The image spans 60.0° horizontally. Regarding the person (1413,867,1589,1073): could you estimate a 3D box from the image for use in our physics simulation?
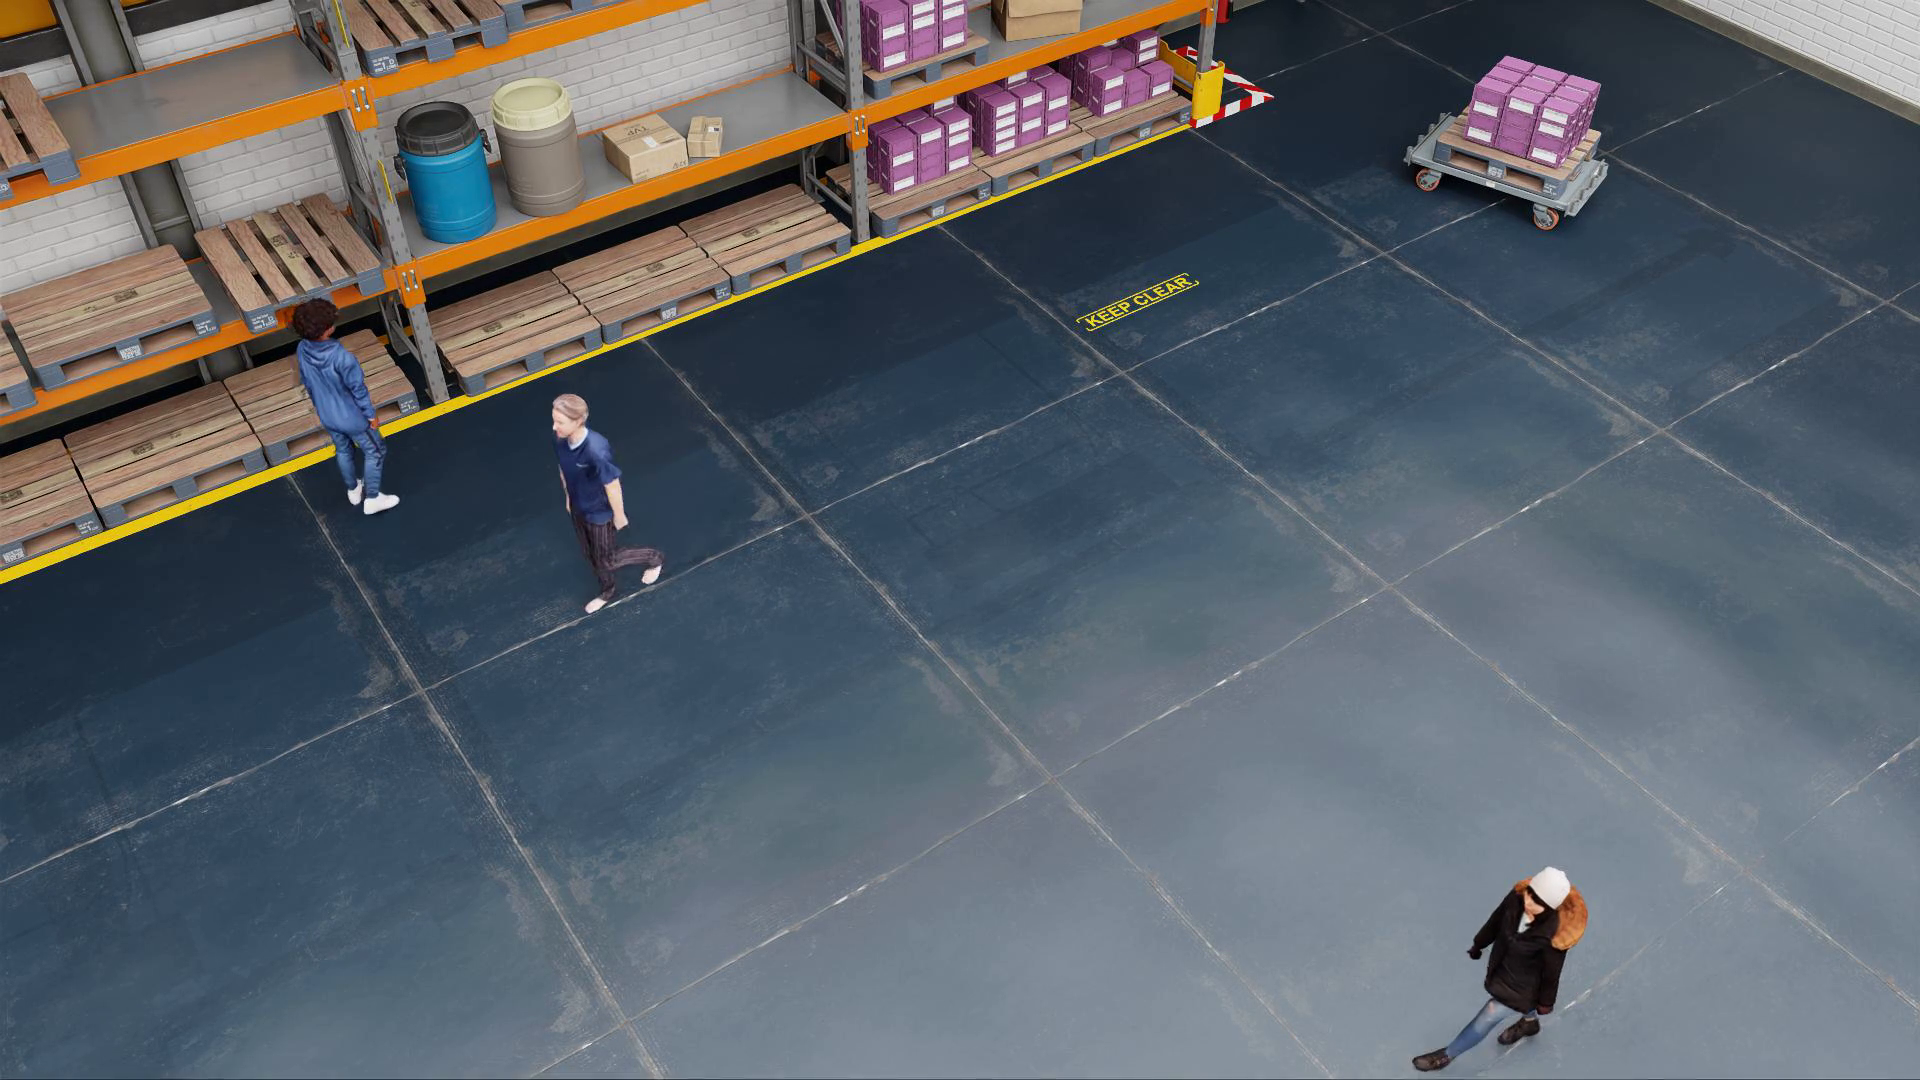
[{"bbox_3d":[2.962,2.220,8.656,1.122,1.592,0.851,-11,45,-12],"label":"person"}]

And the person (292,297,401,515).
[{"bbox_3d":[-4.409,-0.932,11.809,0.786,1.808,0.785,11,45,11],"label":"person"}]

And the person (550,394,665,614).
[{"bbox_3d":[-2.372,-0.275,11.088,0.785,1.850,0.909,31,52,29],"label":"person"}]
